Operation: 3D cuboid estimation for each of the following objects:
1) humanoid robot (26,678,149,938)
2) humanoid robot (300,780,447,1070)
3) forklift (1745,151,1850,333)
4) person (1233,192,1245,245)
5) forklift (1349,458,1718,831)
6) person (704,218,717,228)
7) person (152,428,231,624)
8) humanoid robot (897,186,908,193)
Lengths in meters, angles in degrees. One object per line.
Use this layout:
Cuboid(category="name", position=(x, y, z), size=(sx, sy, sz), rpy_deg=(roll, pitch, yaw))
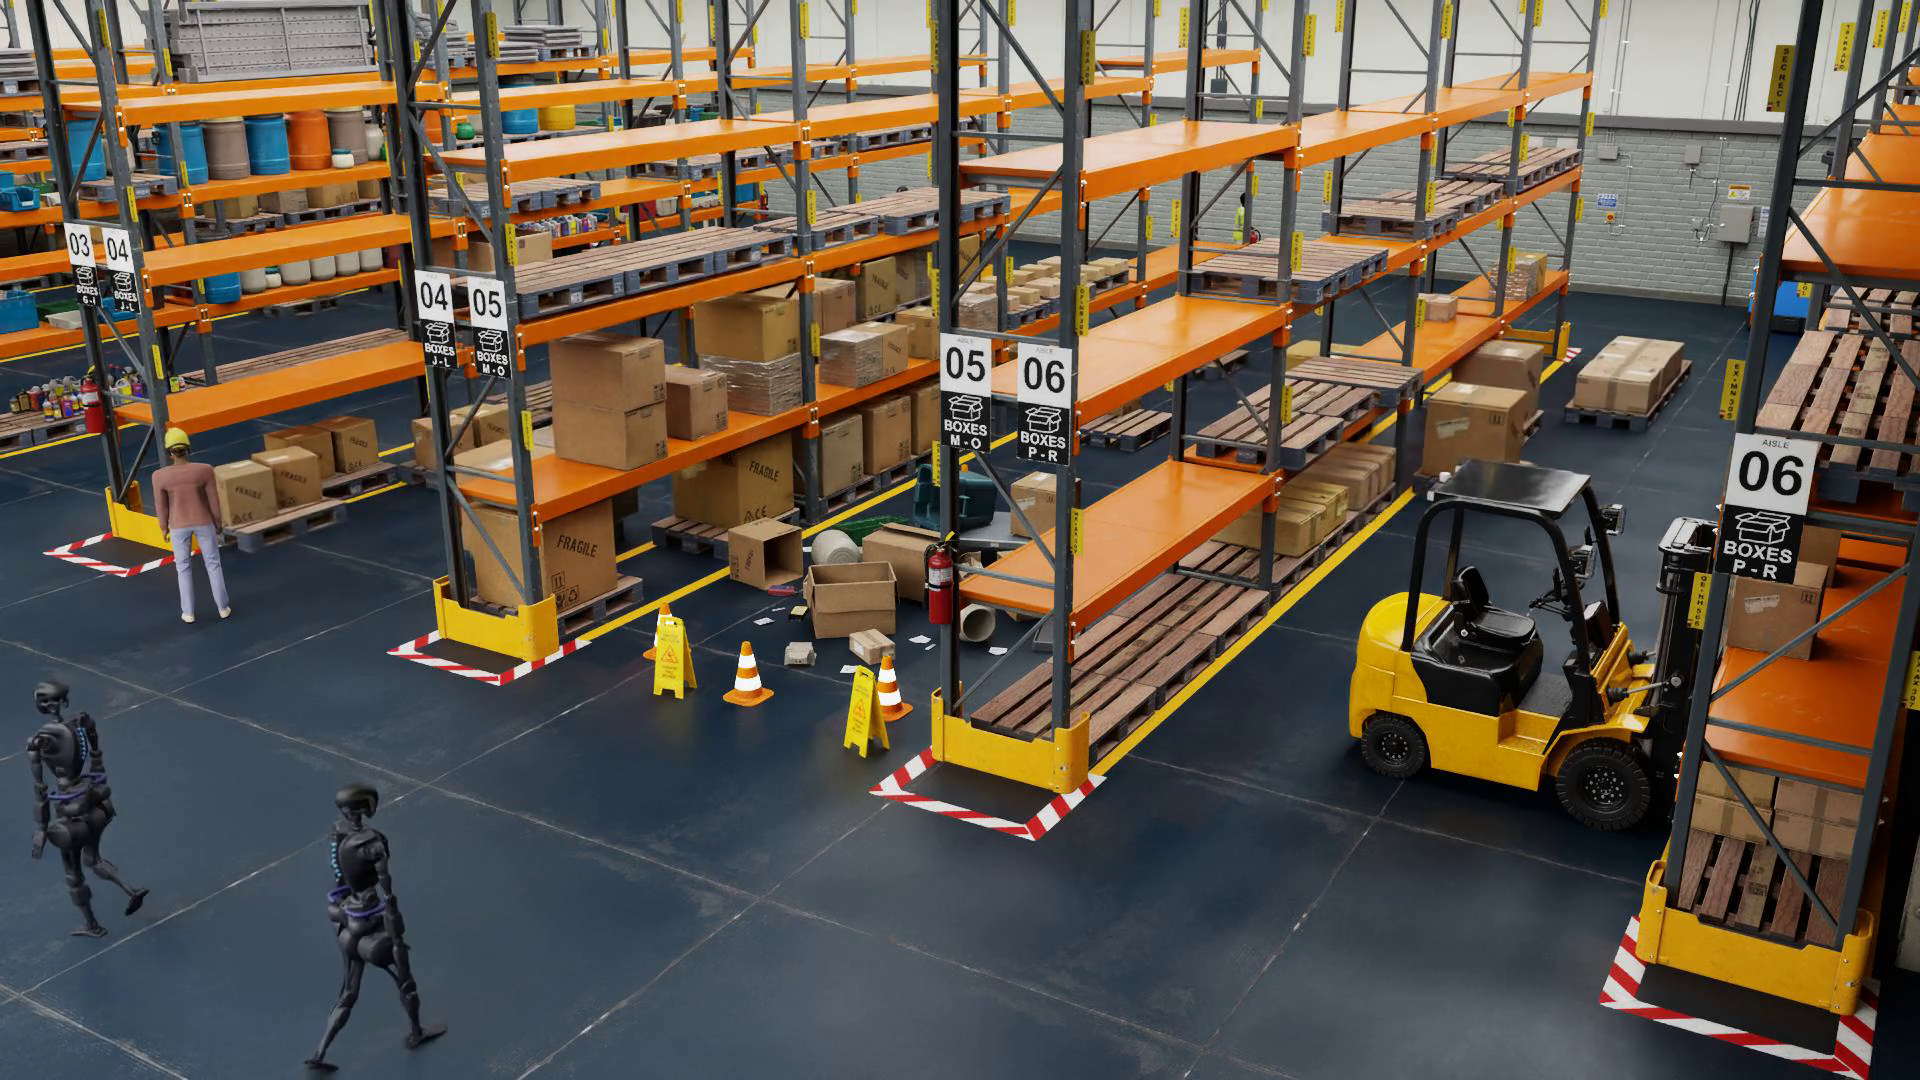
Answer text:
Cuboid(category="humanoid robot", position=(-5.183, 1.604, 9.840), size=(0.462, 1.644, 0.608), rpy_deg=(4, 19, 10))
Cuboid(category="humanoid robot", position=(-3.149, 2.024, 8.706), size=(0.609, 1.650, 0.763), rpy_deg=(16, 25, 39))
Cuboid(category="forklift", position=(13.620, -4.667, 26.137), size=(1.873, 2.768, 1.129), rpy_deg=(11, 22, 29))
Cuboid(category="person", position=(5.153, -5.507, 30.365), size=(0.319, 1.687, 0.537), rpy_deg=(-1, 19, -2))
Cuboid(category="forklift", position=(3.988, 0.658, 11.776), size=(2.313, 2.155, 1.214), rpy_deg=(11, 22, 29))
Cuboid(category="person", position=(-5.237, -7.062, 34.864), size=(0.491, 1.688, 0.347), rpy_deg=(-6, 20, -17))
Cuboid(category="person", position=(-6.807, -0.132, 14.723), size=(0.521, 1.760, 0.341), rpy_deg=(-8, 21, -23))
Cuboid(category="humanoid robot", position=(-1.056, -5.810, 31.236), size=(0.315, 1.657, 0.599), rpy_deg=(-2, 19, -7))
